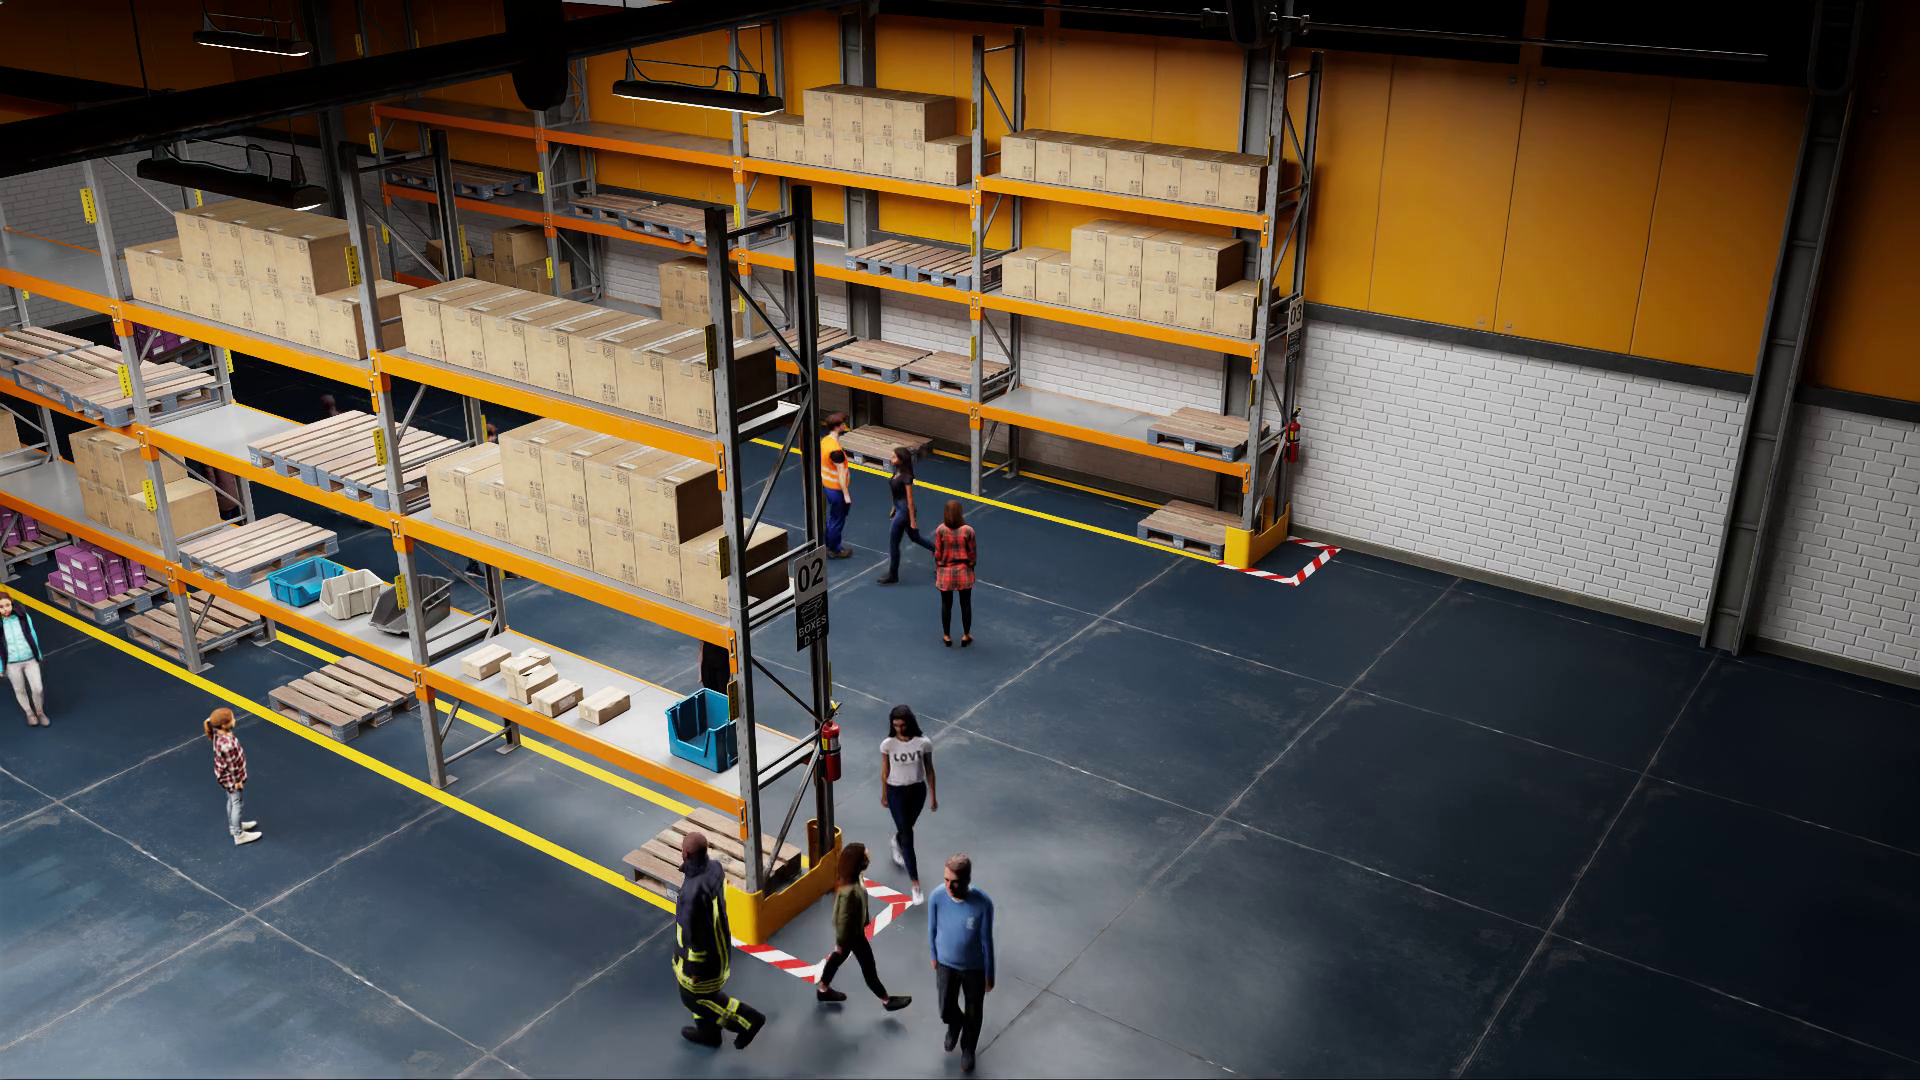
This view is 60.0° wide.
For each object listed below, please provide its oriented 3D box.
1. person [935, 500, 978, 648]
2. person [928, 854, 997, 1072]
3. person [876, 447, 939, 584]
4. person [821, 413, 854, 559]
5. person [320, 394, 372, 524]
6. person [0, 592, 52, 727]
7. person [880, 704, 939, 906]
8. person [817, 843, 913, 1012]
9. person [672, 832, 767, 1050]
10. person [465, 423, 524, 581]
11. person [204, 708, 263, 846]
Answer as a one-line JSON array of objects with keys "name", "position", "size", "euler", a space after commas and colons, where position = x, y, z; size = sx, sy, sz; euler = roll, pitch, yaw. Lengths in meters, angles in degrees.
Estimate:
[{"name": "person", "position": [-0.049, 0.360, 18.158], "size": [0.646, 1.699, 0.757], "euler": [3, 24, 6]}, {"name": "person", "position": [0.040, 2.984, 12.029], "size": [0.758, 1.800, 0.852], "euler": [4, 24, 9]}, {"name": "person", "position": [-0.559, -0.295, 19.645], "size": [1.127, 1.708, 1.056], "euler": [-4, 24, -8]}, {"name": "person", "position": [-1.598, -0.633, 20.213], "size": [0.894, 1.871, 0.821], "euler": [-8, 25, -17]}, {"name": "person", "position": [-7.827, -0.990, 21.243], "size": [1.200, 1.701, 0.749], "euler": [11, 26, 23]}, {"name": "person", "position": [-9.407, 1.162, 16.587], "size": [0.663, 1.487, 0.721], "euler": [-19, 30, -37]}, {"name": "person", "position": [-0.466, 2.127, 14.072], "size": [1.098, 1.733, 1.194], "euler": [-6, 24, -14]}, {"name": "person", "position": [-0.892, 2.945, 12.577], "size": [1.073, 1.433, 0.921], "euler": [2, 24, 4]}, {"name": "person", "position": [-1.774, 2.941, 12.126], "size": [1.098, 1.800, 0.980], "euler": [3, 24, 6]}, {"name": "person", "position": [-5.643, -0.453, 19.671], "size": [0.990, 1.977, 0.986], "euler": [-10, 25, -21]}, {"name": "person", "position": [-6.467, 2.072, 14.734], "size": [0.647, 1.304, 0.533], "euler": [-15, 28, -31]}]
